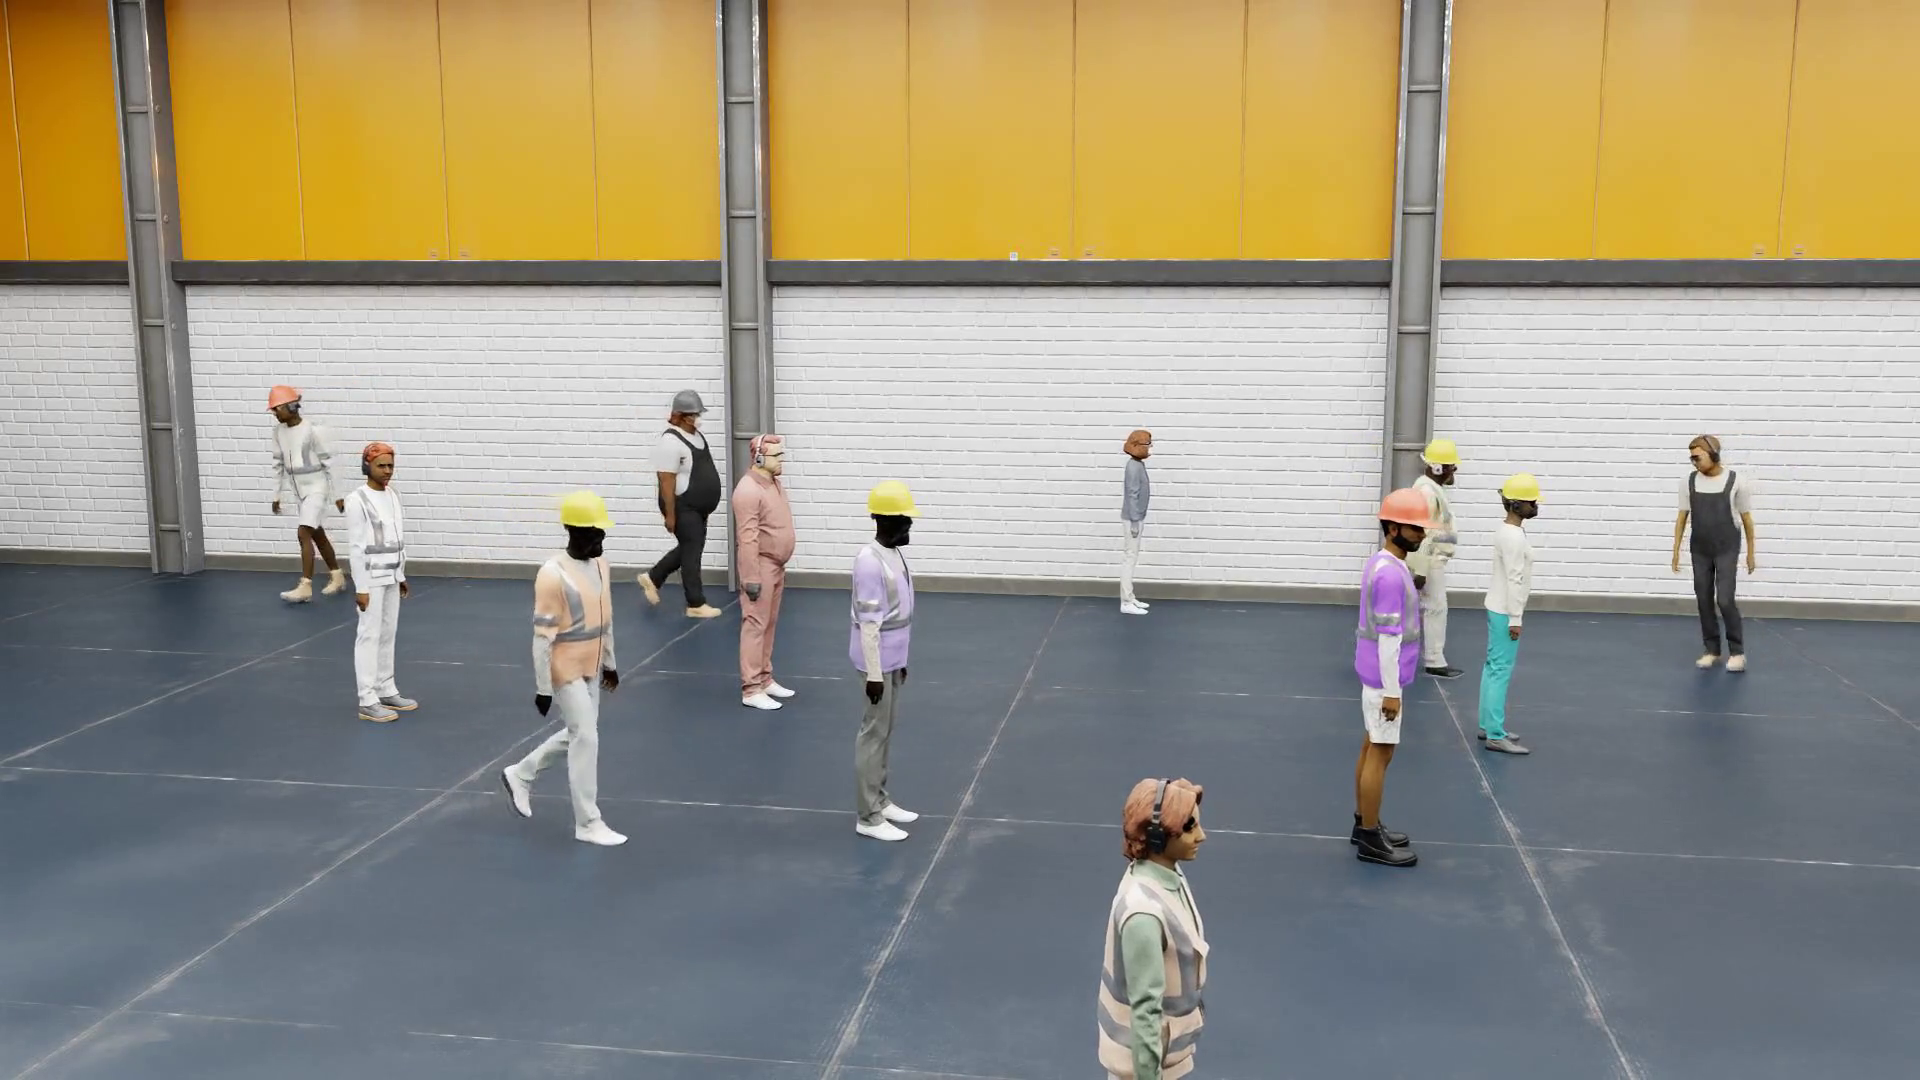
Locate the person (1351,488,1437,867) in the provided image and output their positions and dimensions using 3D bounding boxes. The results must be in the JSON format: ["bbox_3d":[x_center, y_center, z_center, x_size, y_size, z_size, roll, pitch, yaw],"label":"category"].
[{"bbox_3d":[2.223,0.692,8.556,0.376,1.934,0.548,2,9,11],"label":"person"}]

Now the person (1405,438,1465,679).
[{"bbox_3d":[3.399,0.133,12.418,0.730,1.803,0.612,2,10,15],"label":"person"}]

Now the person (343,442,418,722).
[{"bbox_3d":[-3.934,0.275,11.288,0.354,1.881,0.576,2,9,11],"label":"person"}]

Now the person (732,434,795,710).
[{"bbox_3d":[-1.344,0.211,11.610,0.399,1.908,0.643,2,9,11],"label":"person"}]

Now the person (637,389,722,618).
[{"bbox_3d":[-2.482,-0.343,14.613,0.771,2.000,0.691,2,9,10],"label":"person"}]

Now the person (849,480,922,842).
[{"bbox_3d":[-0.390,0.633,8.941,0.388,1.926,0.590,2,9,11],"label":"person"}]

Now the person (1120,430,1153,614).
[{"bbox_3d":[1.567,-0.168,14.784,0.279,1.632,0.502,2,9,11],"label":"person"}]

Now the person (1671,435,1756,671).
[{"bbox_3d":[5.699,0.099,12.600,0.490,1.804,0.533,-9,13,-43],"label":"person"}]

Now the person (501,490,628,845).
[{"bbox_3d":[-2.138,0.666,8.844,0.763,1.899,0.617,3,10,16],"label":"person"}]

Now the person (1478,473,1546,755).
[{"bbox_3d":[3.494,0.455,10.533,0.331,1.768,0.527,2,9,11],"label":"person"}]

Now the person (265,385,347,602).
[{"bbox_3d":[-6.023,-0.427,15.271,0.628,1.983,0.935,5,11,29],"label":"person"}]

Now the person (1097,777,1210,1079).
[{"bbox_3d":[0.541,1.464,4.700,0.315,1.640,0.515,2,9,11],"label":"person"}]
